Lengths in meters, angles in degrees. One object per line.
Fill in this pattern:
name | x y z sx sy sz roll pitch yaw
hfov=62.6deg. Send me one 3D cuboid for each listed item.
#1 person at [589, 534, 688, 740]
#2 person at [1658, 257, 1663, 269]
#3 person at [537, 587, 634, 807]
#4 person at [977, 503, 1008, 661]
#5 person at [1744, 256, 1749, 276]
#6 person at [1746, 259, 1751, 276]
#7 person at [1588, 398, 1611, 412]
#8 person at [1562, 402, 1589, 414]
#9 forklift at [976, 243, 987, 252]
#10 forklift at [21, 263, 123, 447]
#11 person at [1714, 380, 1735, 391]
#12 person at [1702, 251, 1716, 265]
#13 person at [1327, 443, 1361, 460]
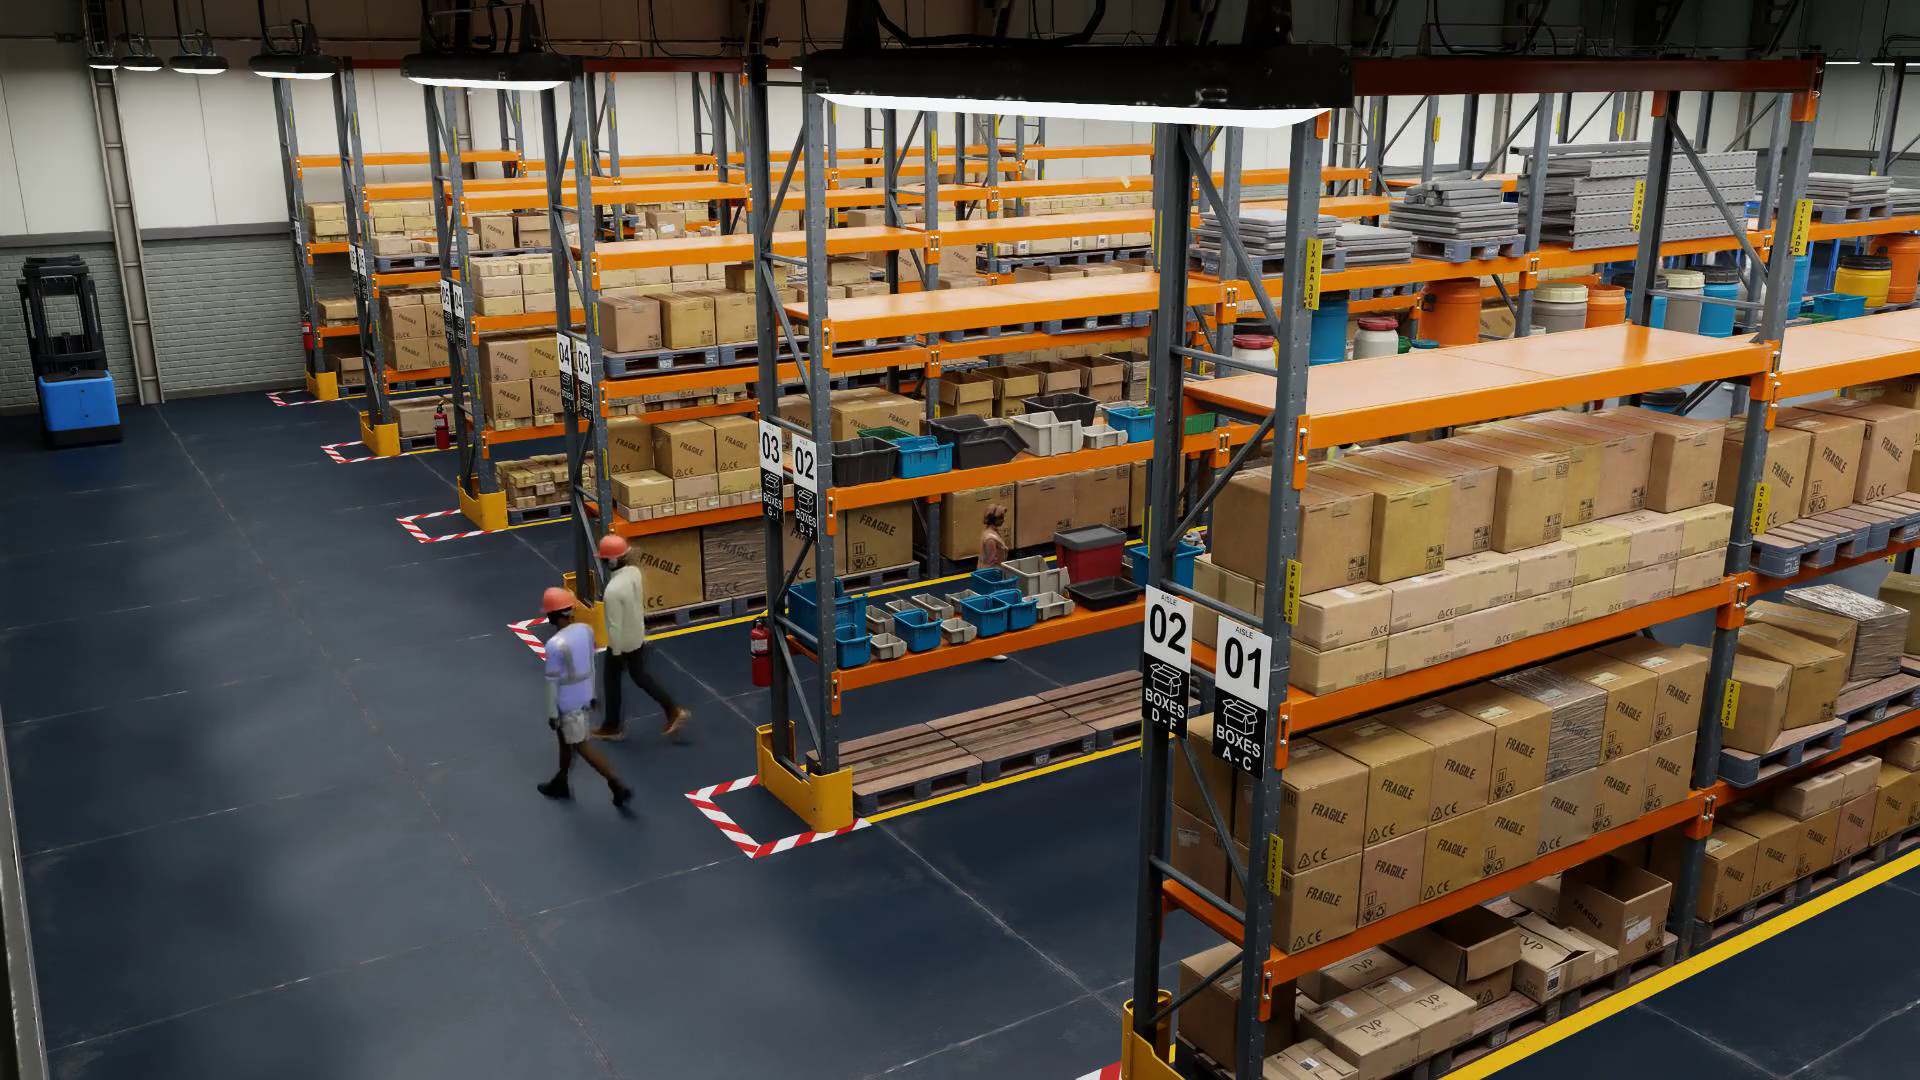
person | -2.945 0.886 14.182 0.888 1.966 0.627 5 18 15
person | 16.017 -5.981 36.837 0.664 1.876 0.671 -4 17 -12
person | -3.124 1.303 12.962 0.946 1.893 0.547 6 18 19
person | 0.331 0.418 16.264 0.310 1.639 0.514 -1 17 -3
person | 18.737 -6.162 37.387 0.725 1.908 0.575 -8 19 -25
person | 18.575 -5.975 36.778 0.556 1.911 0.633 11 20 32
person | 10.225 -2.424 25.451 0.597 1.733 0.694 8 19 23
person | 9.191 -1.959 23.695 0.552 1.849 0.555 -4 17 -12
forklift | 0.988 -5.474 34.718 1.214 2.155 2.313 -10 20 -31
forklift | -14.518 -3.079 25.708 1.129 2.768 1.873 -10 20 -31
person | 14.429 -3.786 29.653 0.591 1.875 0.960 -4 17 -13
person | 19.350 -7.187 40.903 0.553 1.812 0.998 -10 19 -29
person | 4.579 -0.506 18.954 0.430 1.845 0.624 -8 19 -25
